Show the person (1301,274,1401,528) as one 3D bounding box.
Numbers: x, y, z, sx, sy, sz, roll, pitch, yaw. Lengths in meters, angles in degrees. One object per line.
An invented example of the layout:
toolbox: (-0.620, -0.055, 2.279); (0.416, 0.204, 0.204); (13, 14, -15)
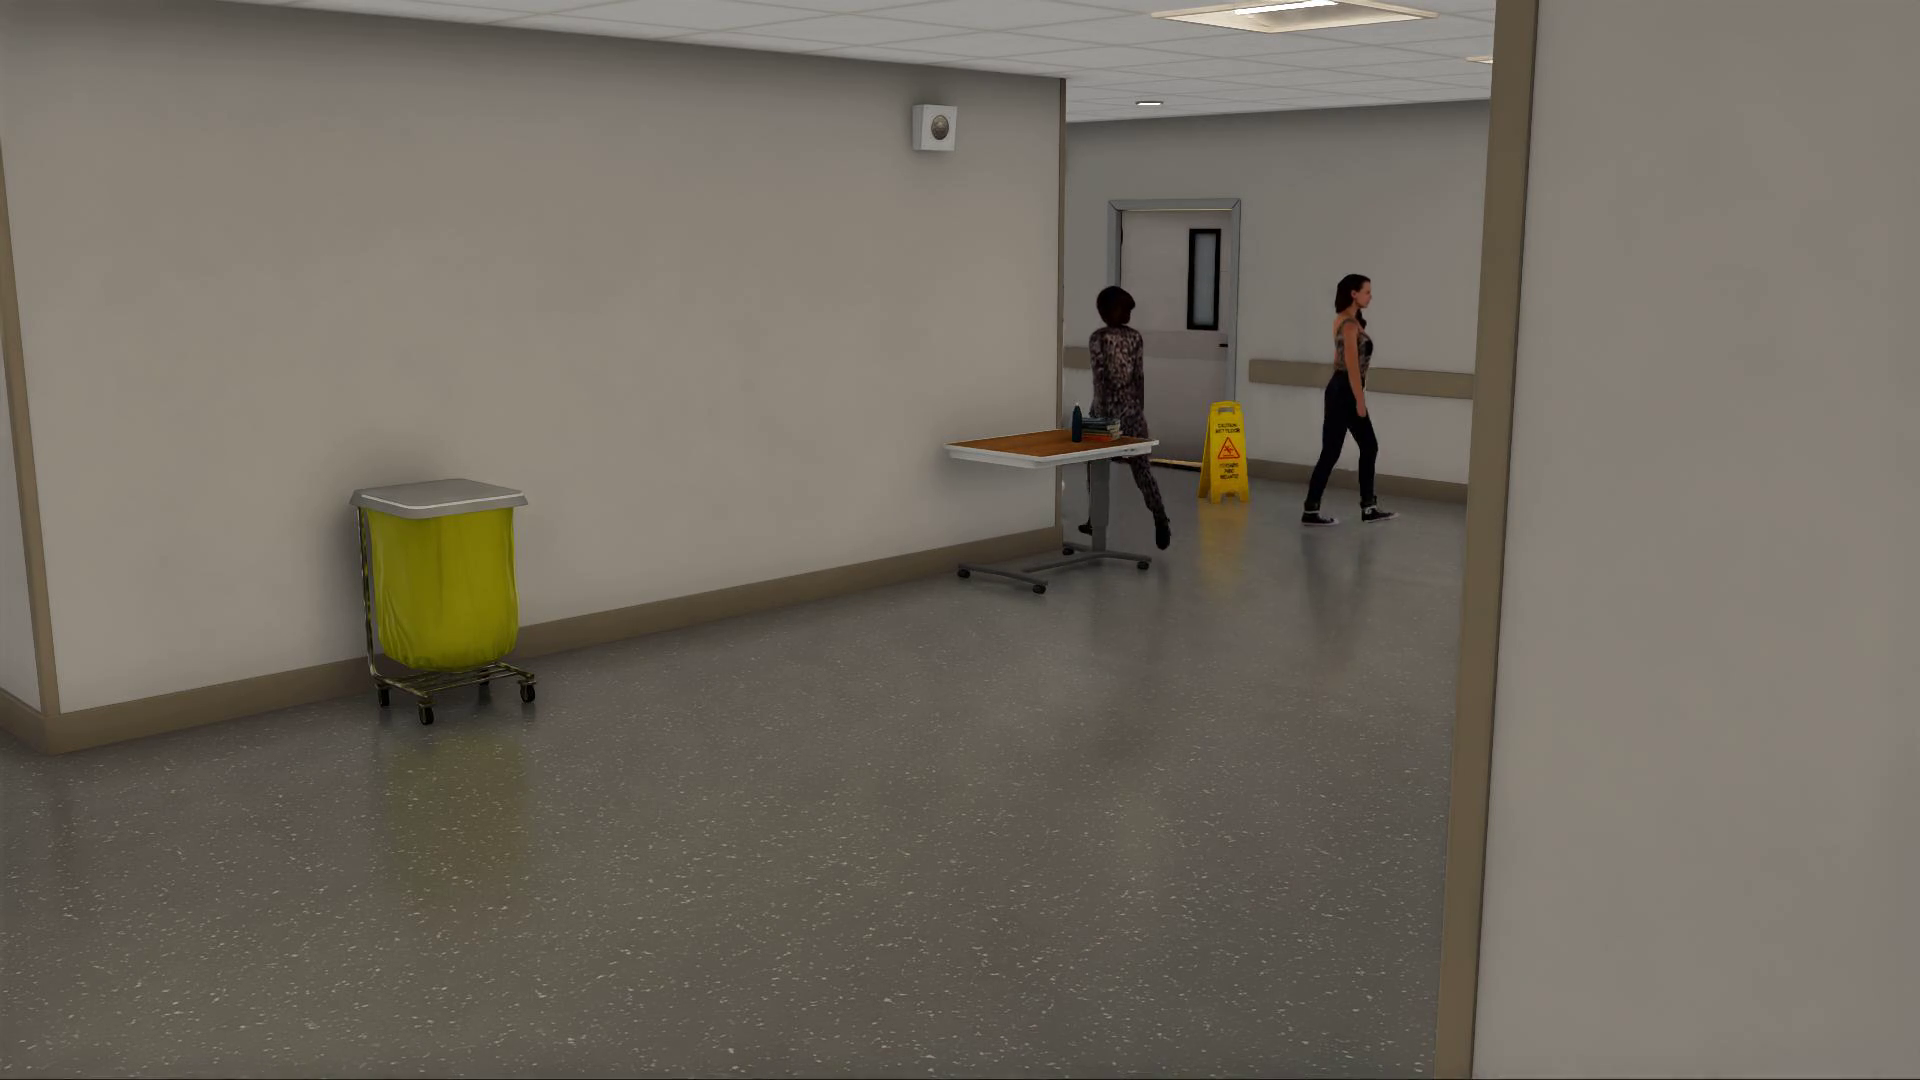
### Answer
person: (2.561, -0.939, 11.499); (1.026, 1.743, 0.912); (2, 11, 11)

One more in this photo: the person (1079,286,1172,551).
person: (1.051, -0.730, 10.613); (0.954, 1.663, 1.305); (-4, 11, -18)
